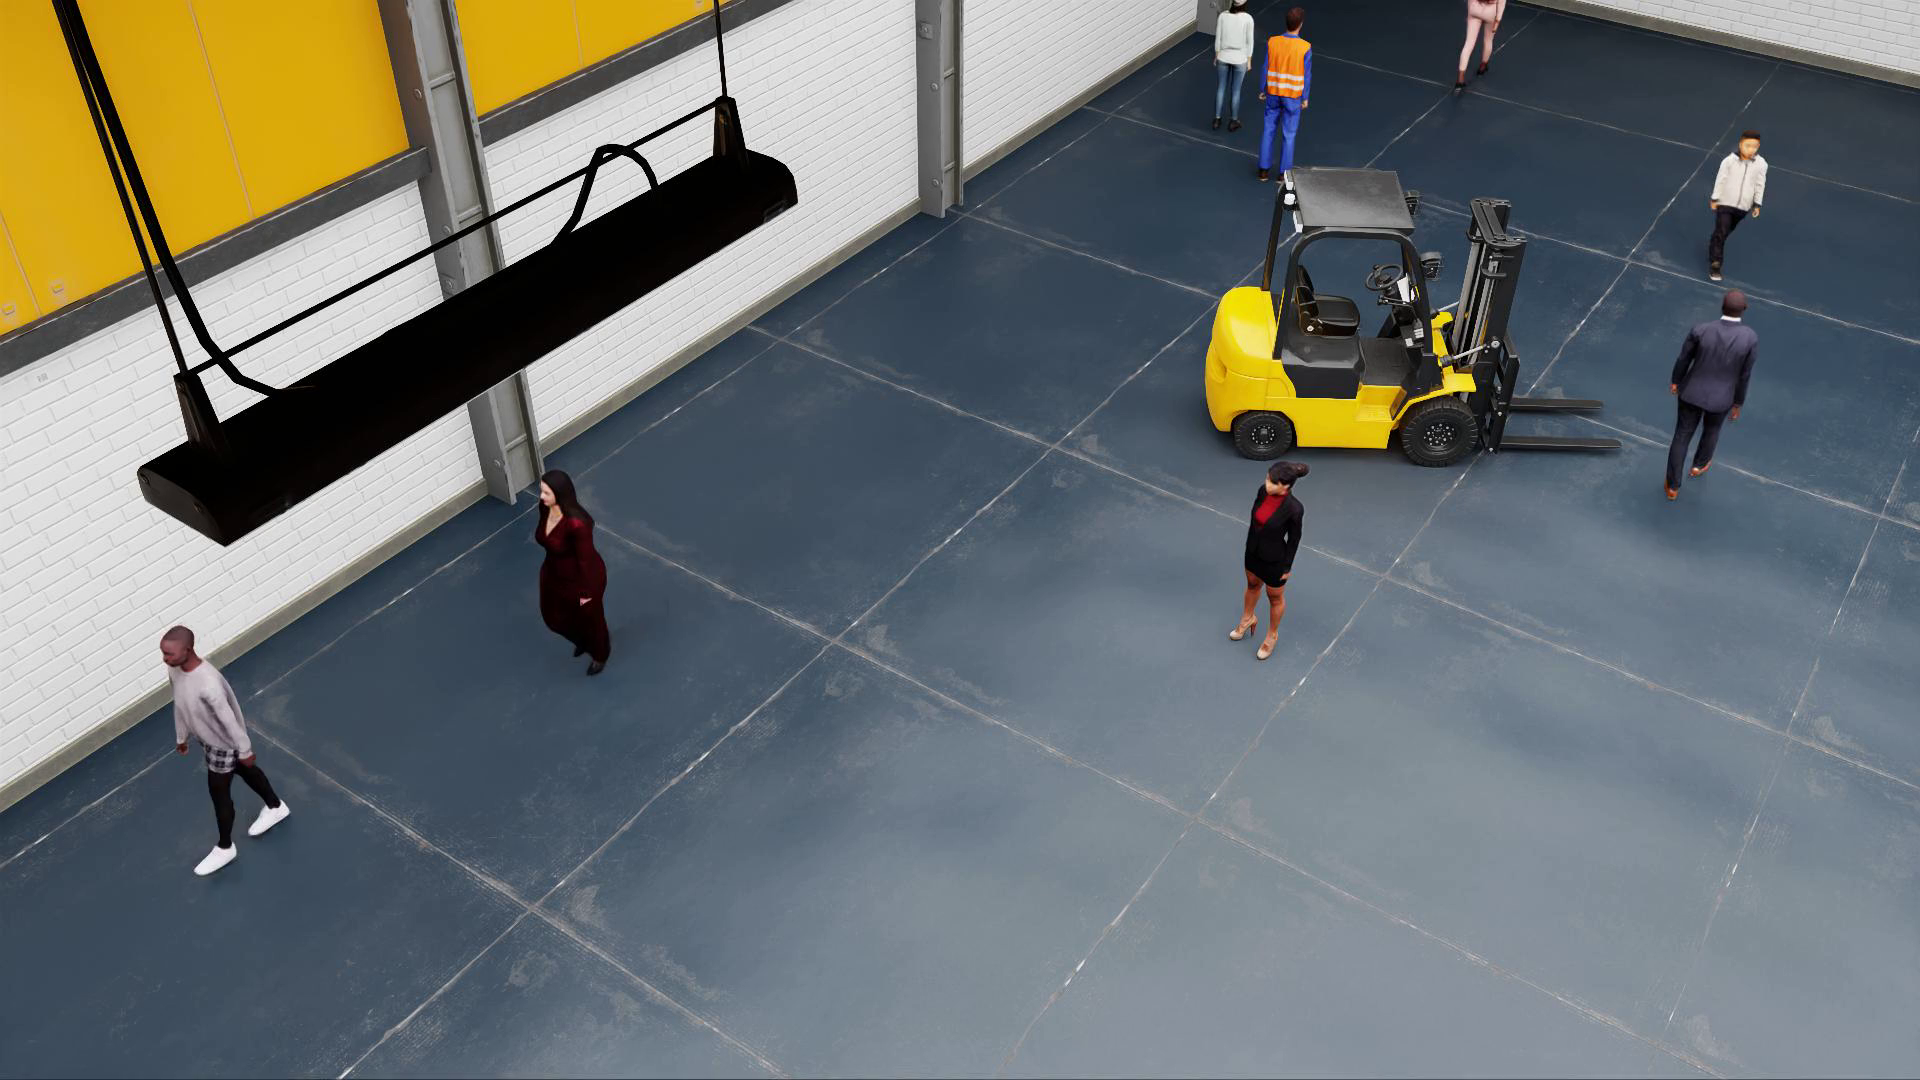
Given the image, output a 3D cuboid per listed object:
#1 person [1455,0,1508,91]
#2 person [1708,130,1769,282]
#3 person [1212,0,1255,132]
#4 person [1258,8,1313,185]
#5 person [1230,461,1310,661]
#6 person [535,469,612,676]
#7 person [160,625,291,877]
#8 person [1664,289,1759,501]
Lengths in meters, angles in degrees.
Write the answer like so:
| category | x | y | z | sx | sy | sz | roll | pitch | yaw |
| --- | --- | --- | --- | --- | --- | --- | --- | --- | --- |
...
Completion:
| category | x | y | z | sx | sy | sz | roll | pitch | yaw |
| --- | --- | --- | --- | --- | --- | --- | --- | --- | --- |
| person | 6.049 | -6.055 | 19.351 | 0.673 | 1.674 | 1.164 | 21 | 43 | 25 |
| person | 7.483 | -3.303 | 16.098 | 0.887 | 1.433 | 1.045 | 3 | 39 | 4 |
| person | 3.034 | -5.358 | 18.501 | 0.632 | 1.646 | 0.621 | 13 | 40 | 16 |
| person | 3.404 | -4.667 | 17.463 | 0.717 | 1.862 | 0.639 | 18 | 42 | 21 |
| person | 2.153 | 0.127 | 11.637 | 0.703 | 1.640 | 0.650 | -25 | 45 | -28 |
| person | -2.580 | 0.198 | 11.463 | 0.659 | 1.747 | 0.644 | 27 | 46 | 29 |
| person | -4.479 | 1.165 | 10.247 | 0.674 | 1.753 | 0.933 | 27 | 46 | 29 |
| person | 5.838 | -1.087 | 13.028 | 0.791 | 1.803 | 0.953 | 18 | 42 | 21 |
